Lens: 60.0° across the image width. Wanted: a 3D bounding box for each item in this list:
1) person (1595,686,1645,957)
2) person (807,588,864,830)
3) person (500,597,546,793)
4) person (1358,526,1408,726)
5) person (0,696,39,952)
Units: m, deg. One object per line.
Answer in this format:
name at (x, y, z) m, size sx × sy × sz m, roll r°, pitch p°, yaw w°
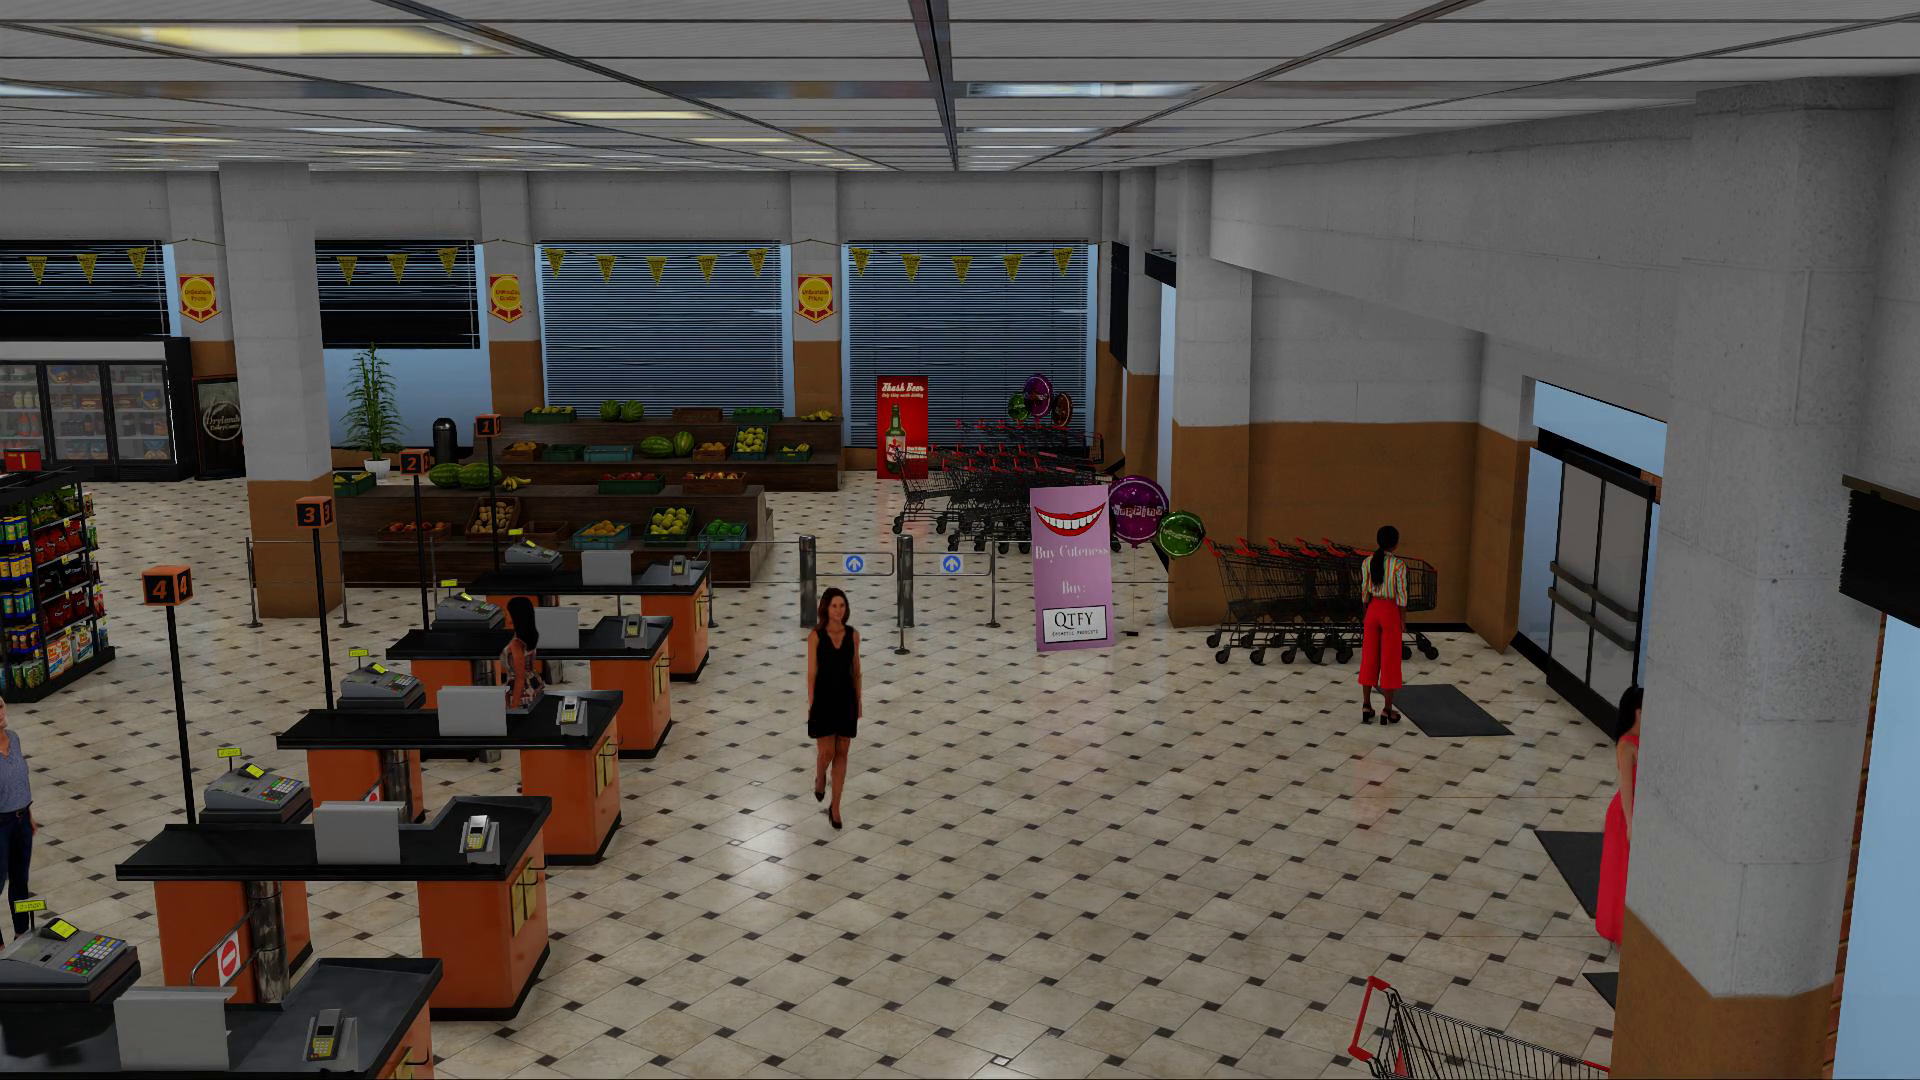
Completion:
person at (4.144, 1.741, 10.326) m, size 0.714 × 1.722 × 0.788 m, roll -10°, pitch 16°, yaw -40°
person at (-0.976, 1.242, 12.438) m, size 0.785 × 1.828 × 0.817 m, roll -6°, pitch 13°, yaw -25°
person at (-3.376, 1.233, 12.924) m, size 0.510 × 1.645 × 0.644 m, roll 0°, pitch 12°, yaw 1°
person at (3.779, 0.749, 14.866) m, size 0.668 × 1.792 × 0.744 m, roll 10°, pitch 15°, yaw 39°
person at (-5.925, 1.751, 10.277) m, size 0.587 × 1.723 × 0.633 m, roll 3°, pitch 12°, yaw 14°
